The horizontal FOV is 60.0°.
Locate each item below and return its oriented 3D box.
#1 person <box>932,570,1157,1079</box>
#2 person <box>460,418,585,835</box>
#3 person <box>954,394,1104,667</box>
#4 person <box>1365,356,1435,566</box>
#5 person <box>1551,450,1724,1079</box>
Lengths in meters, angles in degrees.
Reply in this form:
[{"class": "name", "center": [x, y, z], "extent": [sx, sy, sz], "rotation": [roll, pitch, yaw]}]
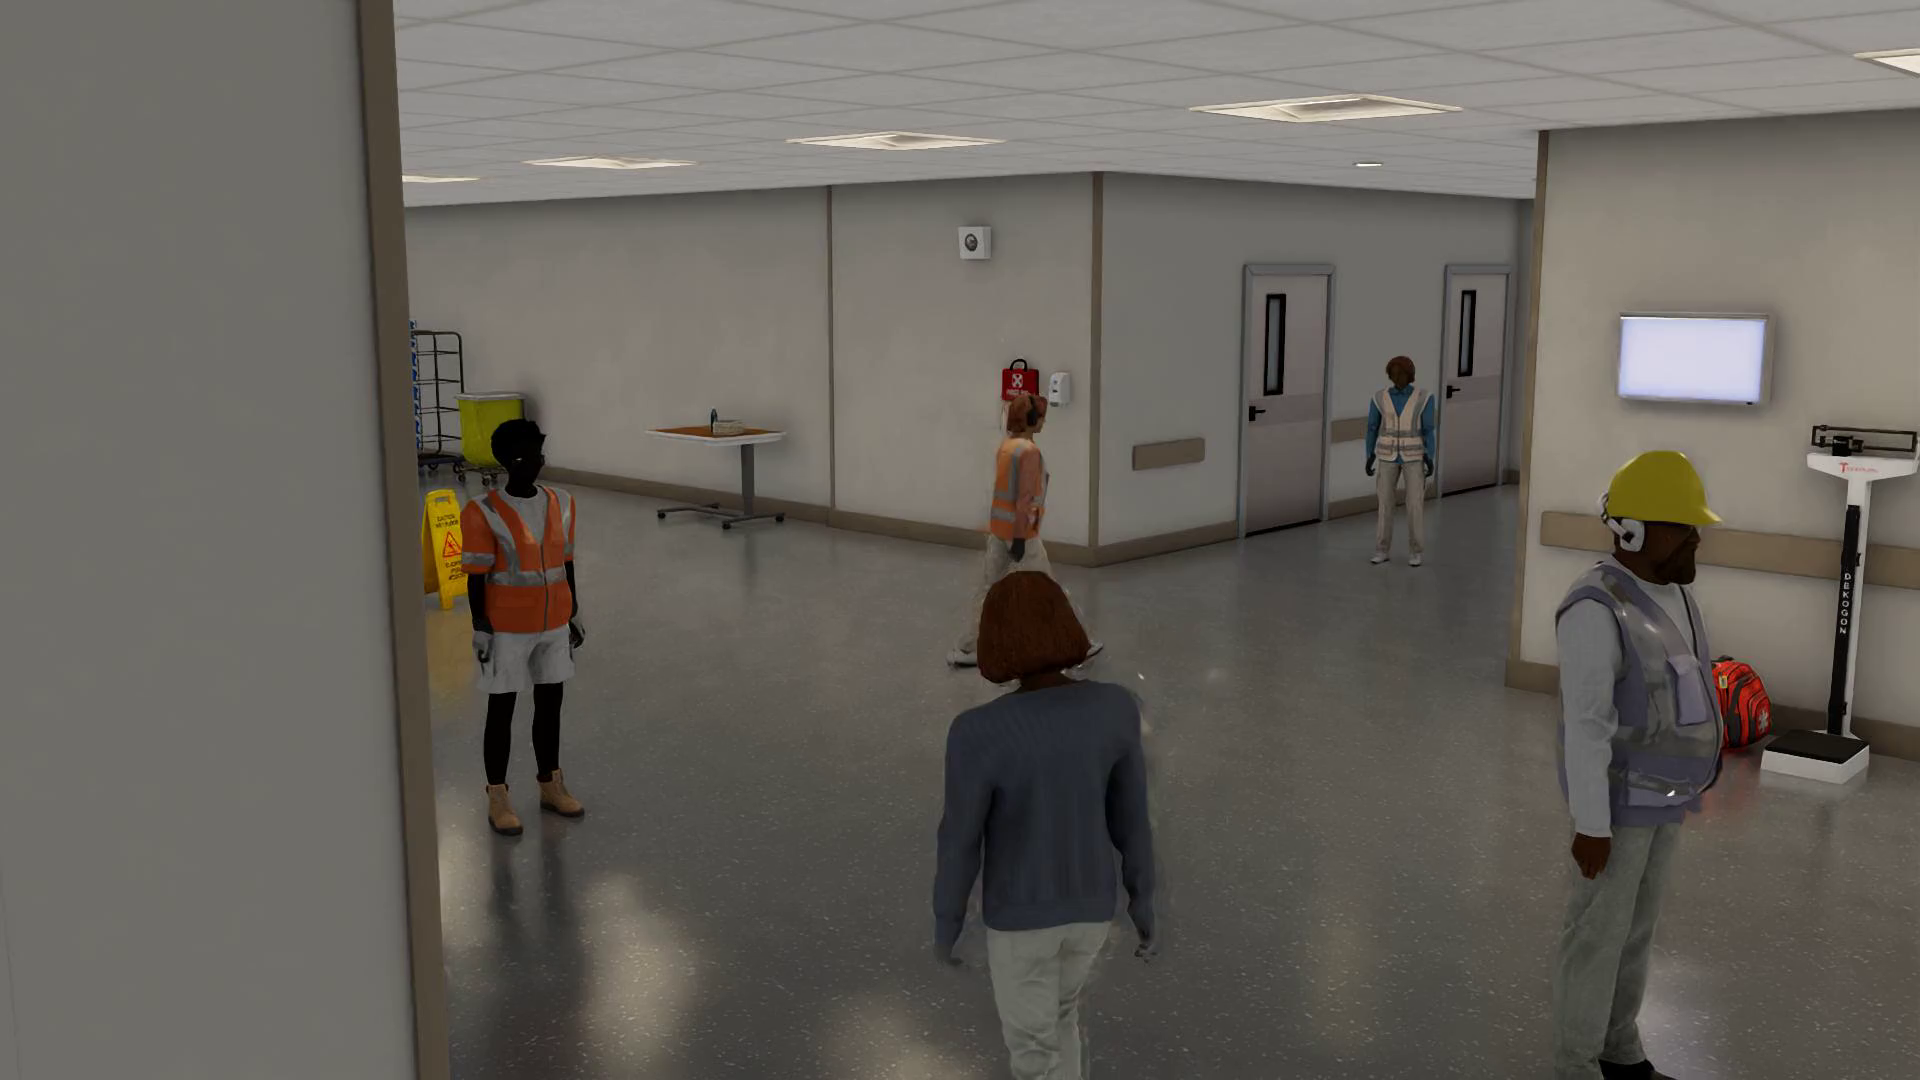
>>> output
[{"class": "person", "center": [0.161, 0.861, 3.920], "extent": [0.525, 1.607, 0.633], "rotation": [-5, 10, -27]}, {"class": "person", "center": [-1.783, 0.345, 6.846], "extent": [0.315, 1.696, 0.541], "rotation": [9, 13, 42]}, {"class": "person", "center": [0.365, -0.043, 9.572], "extent": [0.886, 1.584, 0.521], "rotation": [-3, 10, -20]}, {"class": "person", "center": [3.422, -0.614, 12.943], "extent": [0.532, 1.631, 0.328], "rotation": [5, 10, 27]}, {"class": "person", "center": [1.800, 0.671, 4.432], "extent": [0.404, 1.831, 0.601], "rotation": [9, 13, 42]}]
